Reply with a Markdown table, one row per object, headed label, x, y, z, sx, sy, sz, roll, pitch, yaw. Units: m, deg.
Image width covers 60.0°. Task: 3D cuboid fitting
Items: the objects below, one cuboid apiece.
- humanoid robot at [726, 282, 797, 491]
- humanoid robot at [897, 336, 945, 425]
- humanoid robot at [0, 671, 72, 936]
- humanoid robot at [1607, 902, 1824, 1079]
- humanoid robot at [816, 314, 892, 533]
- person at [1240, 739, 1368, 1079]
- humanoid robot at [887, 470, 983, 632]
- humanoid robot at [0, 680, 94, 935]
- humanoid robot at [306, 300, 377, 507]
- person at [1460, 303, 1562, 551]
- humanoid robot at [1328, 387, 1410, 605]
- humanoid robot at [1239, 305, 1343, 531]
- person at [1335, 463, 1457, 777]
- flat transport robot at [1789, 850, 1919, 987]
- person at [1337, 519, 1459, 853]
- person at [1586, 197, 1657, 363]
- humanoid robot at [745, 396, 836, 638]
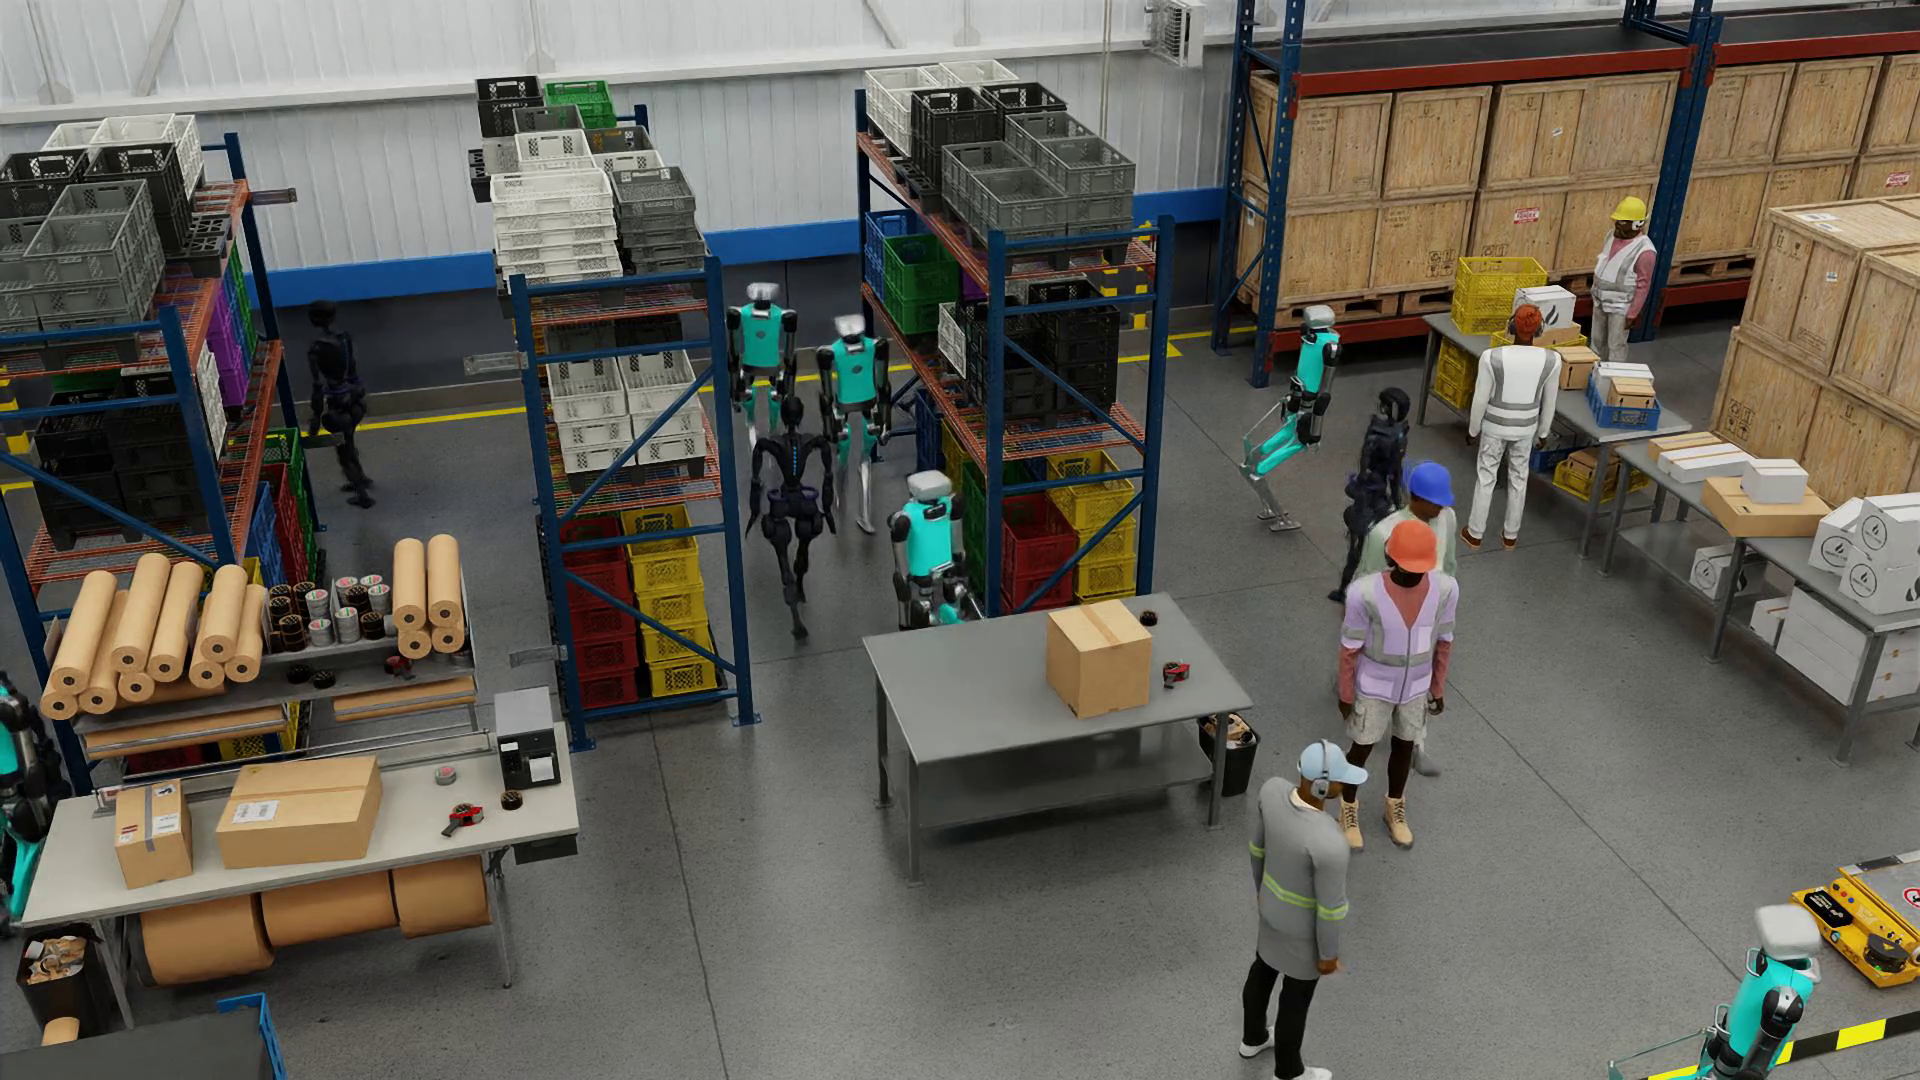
| label | x | y | z | sx | sy | sz | roll | pitch | yaw |
| --- | --- | --- | --- | --- | --- | --- | --- | --- | --- |
| humanoid robot | -1.509 | -1.184 | 12.890 | 0.568 | 1.882 | 0.793 | -2 | 29 | -3 |
| humanoid robot | -0.286 | -1.661 | 13.727 | 0.494 | 1.628 | 0.608 | 0 | 29 | 1 |
| humanoid robot | -4.790 | 1.245 | 8.461 | 0.600 | 1.635 | 0.595 | 9 | 30 | 15 |
| humanoid robot | 2.889 | 2.105 | 6.664 | 0.735 | 1.681 | 0.533 | 13 | 31 | 22 |
| humanoid robot | -0.824 | -0.868 | 12.309 | 0.548 | 1.886 | 0.802 | -9 | 30 | -15 |
| person | 1.532 | 1.673 | 7.477 | 0.403 | 1.848 | 0.589 | -13 | 31 | -22 |
| humanoid robot | -0.007 | 0.528 | 9.737 | 0.530 | 1.806 | 0.802 | -23 | 36 | -35 |
| humanoid robot | -4.780 | 1.479 | 7.980 | 0.546 | 1.786 | 0.957 | 10 | 30 | 17 |
| humanoid robot | -4.696 | -1.022 | 12.560 | 0.356 | 1.650 | 0.596 | 6 | 29 | 11 |
| person | 3.934 | -0.794 | 11.929 | 0.582 | 1.882 | 0.347 | 2 | 29 | 4 |
| humanoid robot | 2.781 | -0.274 | 11.198 | 0.409 | 1.641 | 0.589 | 23 | 36 | 35 |
| humanoid robot | 2.337 | -0.871 | 12.117 | 0.727 | 1.693 | 0.532 | -6 | 29 | -10 |
| person | 2.601 | 0.362 | 9.817 | 0.598 | 1.901 | 0.993 | -18 | 33 | -29 |
| flat transport robot | 5.163 | 1.916 | 8.676 | 1.431 | 0.231 | 0.659 | -8 | 30 | -14 |
| person | 2.318 | 0.787 | 8.905 | 0.599 | 2.036 | 0.391 | -3 | 29 | -5 |
| person | 5.600 | -2.042 | 14.252 | 0.404 | 1.830 | 0.599 | -9 | 30 | -15 |
| humanoid robot | -1.129 | -0.180 | 11.094 | 0.612 | 1.636 | 0.790 | -8 | 30 | -14 |
